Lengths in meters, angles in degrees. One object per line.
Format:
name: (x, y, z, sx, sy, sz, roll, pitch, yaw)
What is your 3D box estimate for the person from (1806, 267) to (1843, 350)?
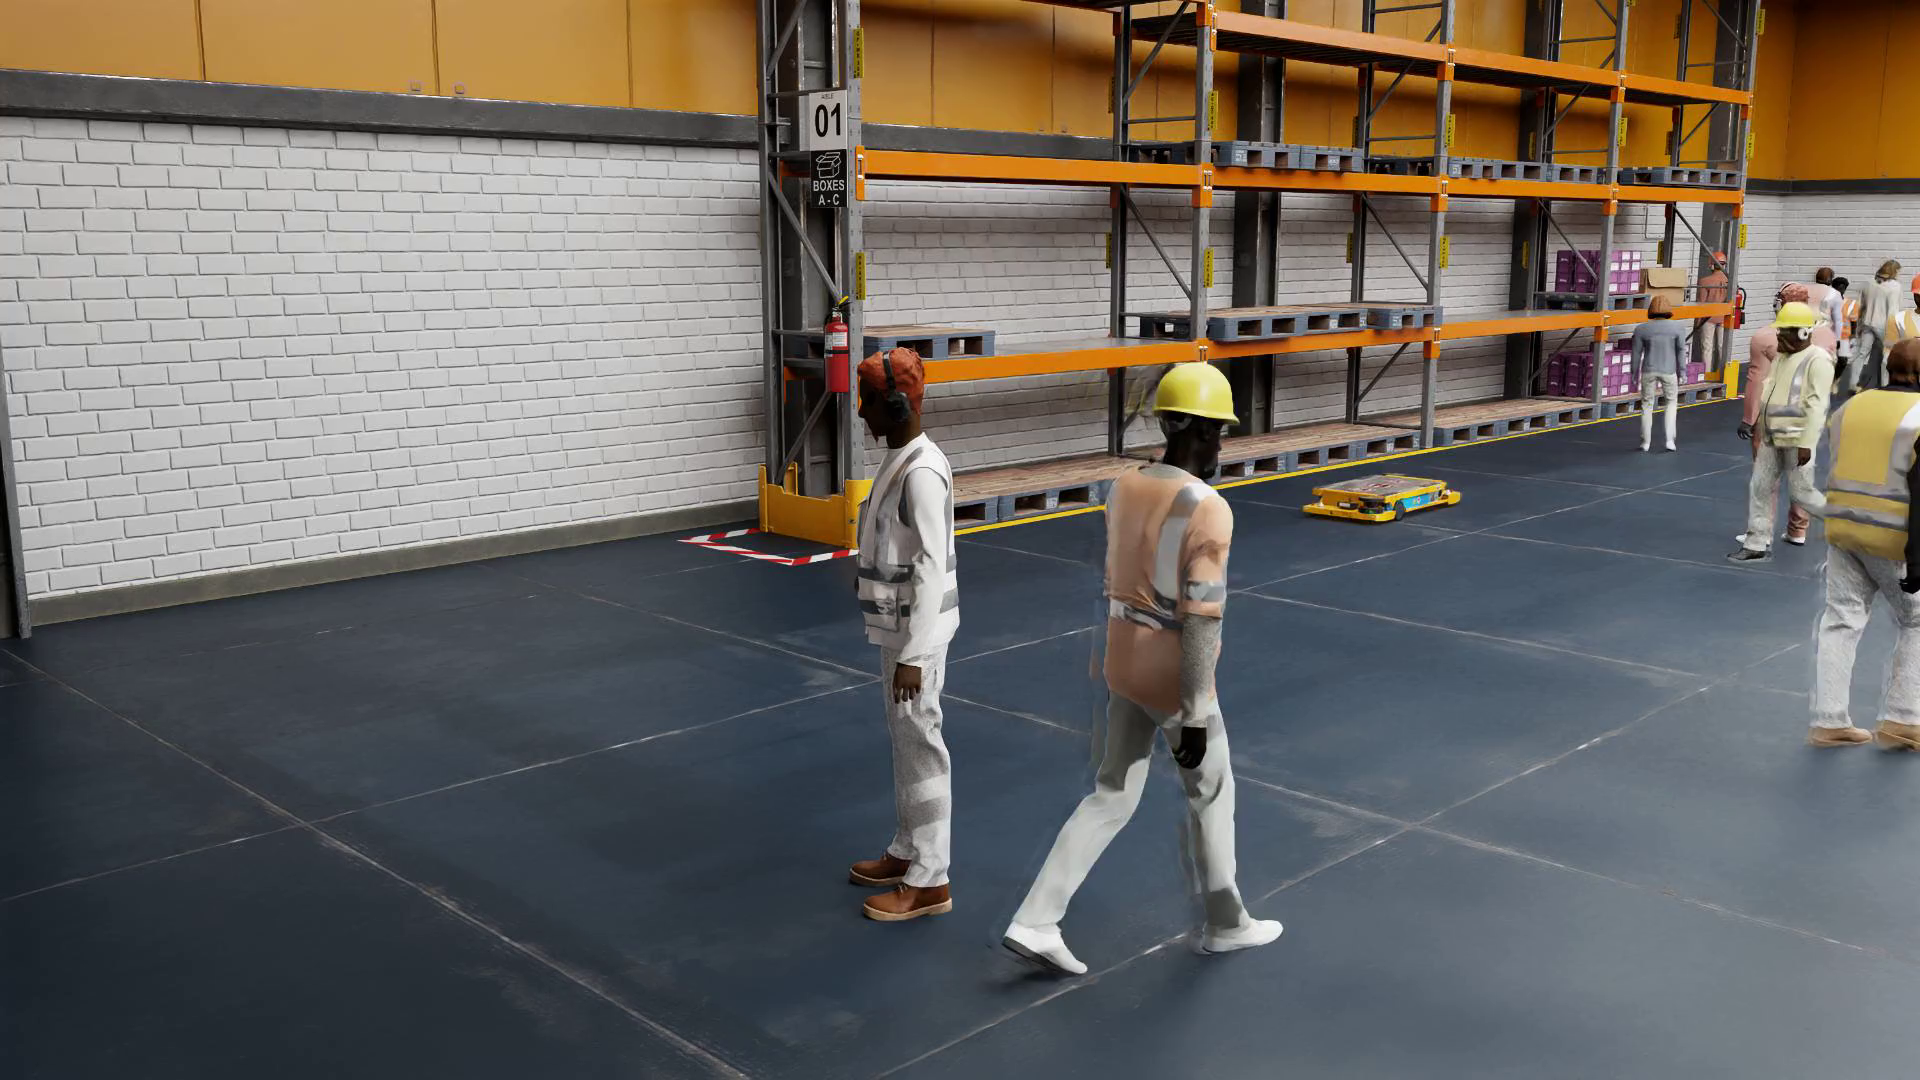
person: (11.528, -2.742, 22.340, 0.762, 1.809, 0.652, -7, 12, -33)

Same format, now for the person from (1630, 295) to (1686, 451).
person: (7.249, -1.724, 17.272, 0.550, 1.625, 0.331, 5, 12, 25)

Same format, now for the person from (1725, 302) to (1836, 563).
person: (5.712, -0.713, 11.291, 0.776, 1.802, 0.589, -2, 11, -9)

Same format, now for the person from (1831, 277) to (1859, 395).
person: (11.961, -2.760, 22.753, 0.550, 1.680, 0.402, 4, 11, 22)

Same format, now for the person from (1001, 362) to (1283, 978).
person: (0.561, 0.404, 5.022, 0.950, 1.879, 0.586, -6, 12, -29)

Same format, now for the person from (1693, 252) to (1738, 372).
person: (11.172, -3.257, 24.637, 0.623, 1.989, 0.400, -1, 10, -5)

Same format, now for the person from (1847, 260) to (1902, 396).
person: (12.882, -2.955, 23.252, 0.823, 1.892, 0.710, -4, 11, -19)

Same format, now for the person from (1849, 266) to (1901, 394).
person: (12.724, -2.915, 23.272, 0.897, 1.796, 0.656, -2, 11, -13)

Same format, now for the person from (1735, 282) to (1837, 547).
person: (5.933, -0.899, 12.012, 0.636, 1.911, 0.405, -1, 10, -6)

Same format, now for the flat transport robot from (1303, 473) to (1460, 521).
flat transport robot: (3.445, -0.359, 13.529, 0.652, 0.197, 1.431, 9, 14, 41)

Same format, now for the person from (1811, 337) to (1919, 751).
person: (4.053, 0.027, 7.270, 0.670, 1.809, 0.625, -4, 11, -21)

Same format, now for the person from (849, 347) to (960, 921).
person: (-0.183, 0.307, 5.491, 0.354, 1.887, 0.573, -2, 11, -9)

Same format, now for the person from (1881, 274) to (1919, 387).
person: (8.213, -1.330, 14.280, 0.551, 1.935, 0.372, 5, 11, 24)
